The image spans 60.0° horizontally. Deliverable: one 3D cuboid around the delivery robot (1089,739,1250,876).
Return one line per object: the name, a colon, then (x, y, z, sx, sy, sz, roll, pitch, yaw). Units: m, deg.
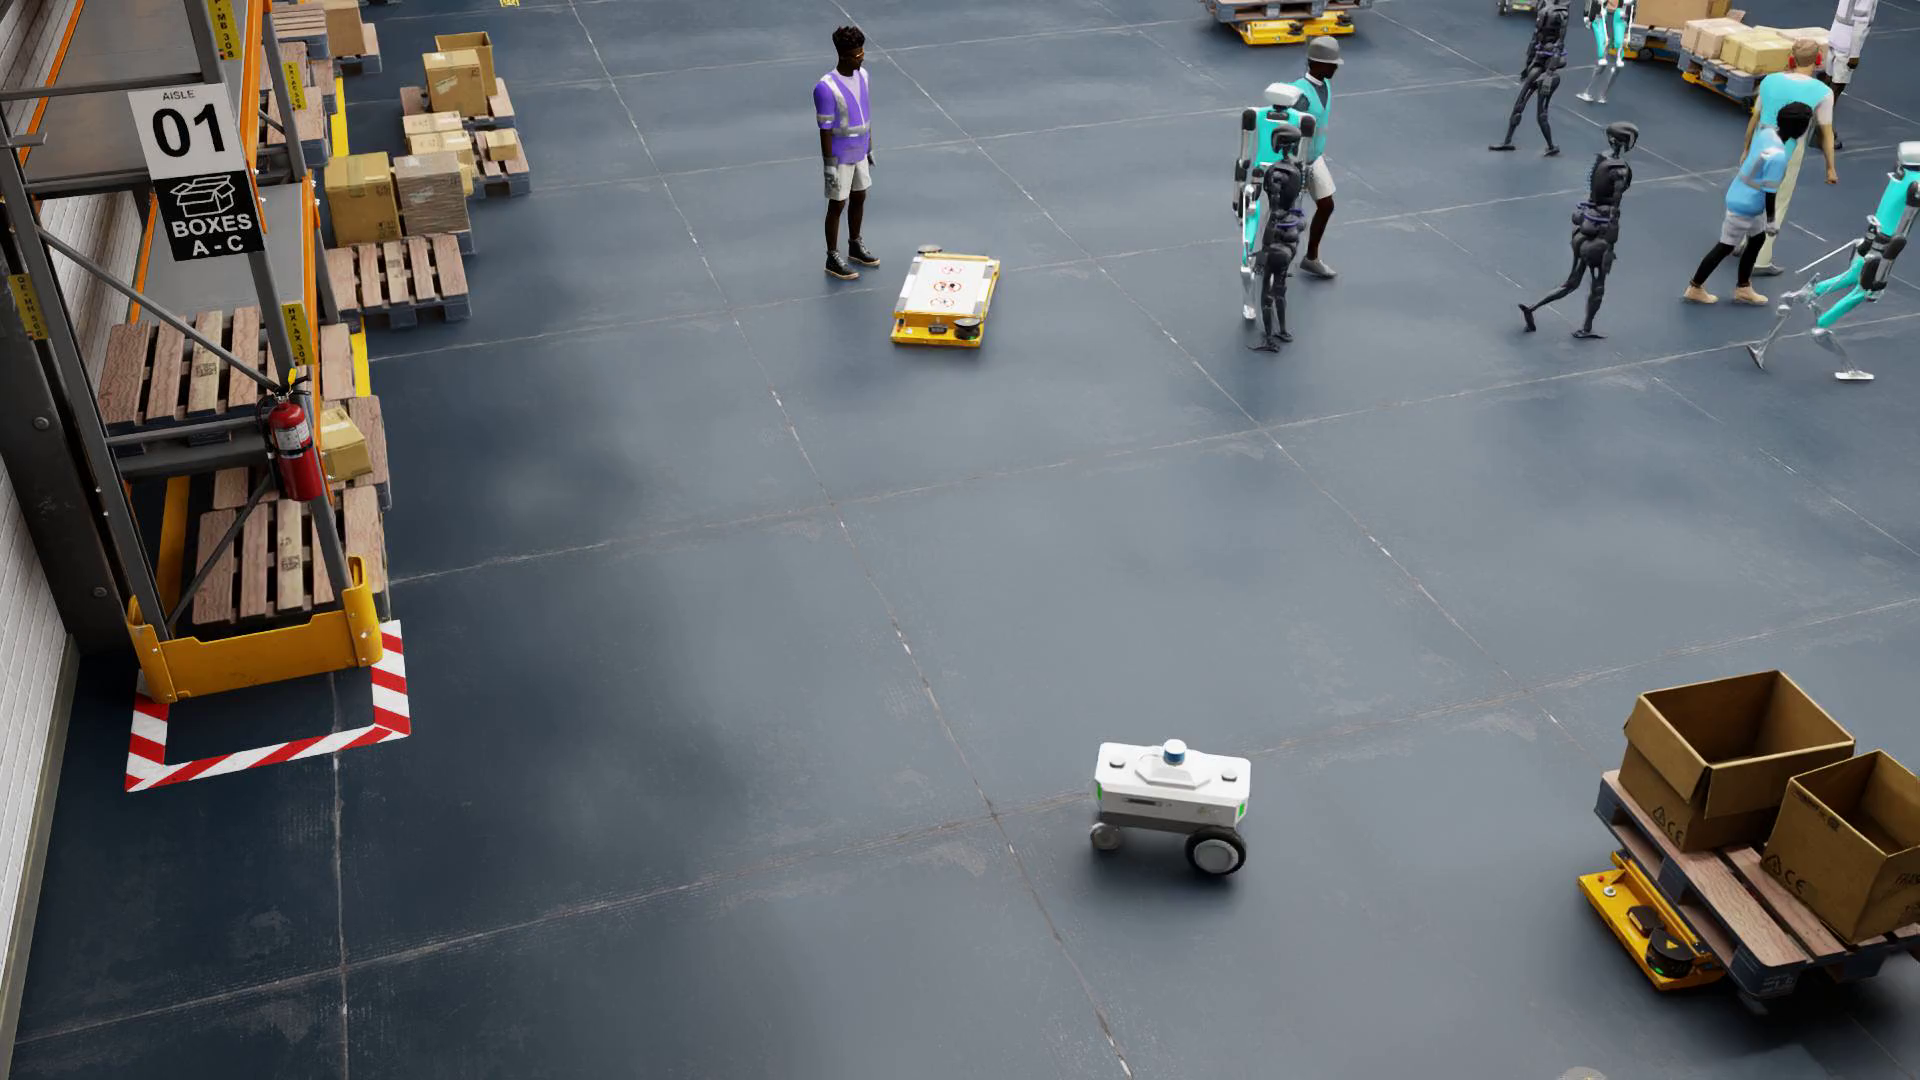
delivery robot: (0.998, 1.185, 7.759, 0.747, 0.572, 0.499, 6, 34, 9)

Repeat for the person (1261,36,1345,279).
person: (2.706, -2.899, 12.799, 0.744, 1.913, 0.565, 28, 42, 36)

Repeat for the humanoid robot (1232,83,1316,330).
humanoid robot: (2.219, -2.329, 12.170, 0.539, 1.870, 0.744, 10, 34, 15)

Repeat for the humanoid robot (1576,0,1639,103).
humanoid robot: (6.466, -5.154, 16.434, 0.537, 1.807, 0.715, 2, 33, 3)

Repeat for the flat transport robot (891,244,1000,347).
flat transport robot: (-0.093, -1.874, 12.733, 0.659, 0.231, 1.431, 4, 33, 6)

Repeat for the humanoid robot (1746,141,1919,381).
humanoid robot: (5.988, -1.886, 11.442, 0.975, 1.778, 0.539, 7, 34, 11)

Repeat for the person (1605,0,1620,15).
person: (7.732, -6.933, 19.204, 0.459, 1.675, 0.374, -16, 36, -23)

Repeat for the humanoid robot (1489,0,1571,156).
humanoid robot: (5.321, -4.321, 15.223, 0.614, 1.646, 0.600, -4, 33, -6)

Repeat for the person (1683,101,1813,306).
person: (5.919, -2.476, 12.383, 0.713, 1.641, 0.546, 10, 35, 15)

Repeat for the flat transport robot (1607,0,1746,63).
flat transport robot: (7.830, -5.327, 18.028, 1.431, 0.231, 0.659, 17, 37, 24)

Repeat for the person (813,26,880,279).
person: (-0.874, -3.025, 12.958, 0.365, 1.958, 0.607, 21, 39, 29)

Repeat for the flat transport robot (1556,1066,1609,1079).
flat transport robot: (2.114, 2.512, 6.006, 1.431, 0.231, 0.659, -26, 41, -33)

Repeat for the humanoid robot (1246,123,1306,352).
humanoid robot: (2.282, -2.150, 11.865, 0.340, 1.645, 0.595, 13, 35, 19)

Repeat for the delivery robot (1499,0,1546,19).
delivery robot: (6.652, -6.453, 19.486, 0.499, 0.587, 0.769, 15, 36, 21)

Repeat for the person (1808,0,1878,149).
person: (8.247, -4.601, 15.400, 0.383, 1.929, 0.541, 5, 33, 8)

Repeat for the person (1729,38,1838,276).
person: (6.439, -2.937, 12.946, 0.435, 1.822, 0.768, -20, 38, -27)

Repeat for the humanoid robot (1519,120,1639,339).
humanoid robot: (4.510, -2.227, 11.998, 0.626, 1.631, 0.590, 0, 33, 1)

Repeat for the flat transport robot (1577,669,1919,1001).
flat transport robot: (3.579, 1.588, 7.423, 1.431, 0.231, 0.659, -8, 34, -12)

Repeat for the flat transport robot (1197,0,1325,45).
flat transport robot: (3.401, -5.962, 19.002, 0.659, 0.231, 1.431, -5, 33, -8)

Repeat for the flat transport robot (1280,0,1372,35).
flat transport robot: (4.024, -6.156, 19.301, 0.659, 0.231, 1.431, -4, 33, -6)

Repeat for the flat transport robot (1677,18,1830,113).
flat transport robot: (8.070, -4.587, 16.893, 0.659, 0.231, 1.431, -8, 34, -12)
